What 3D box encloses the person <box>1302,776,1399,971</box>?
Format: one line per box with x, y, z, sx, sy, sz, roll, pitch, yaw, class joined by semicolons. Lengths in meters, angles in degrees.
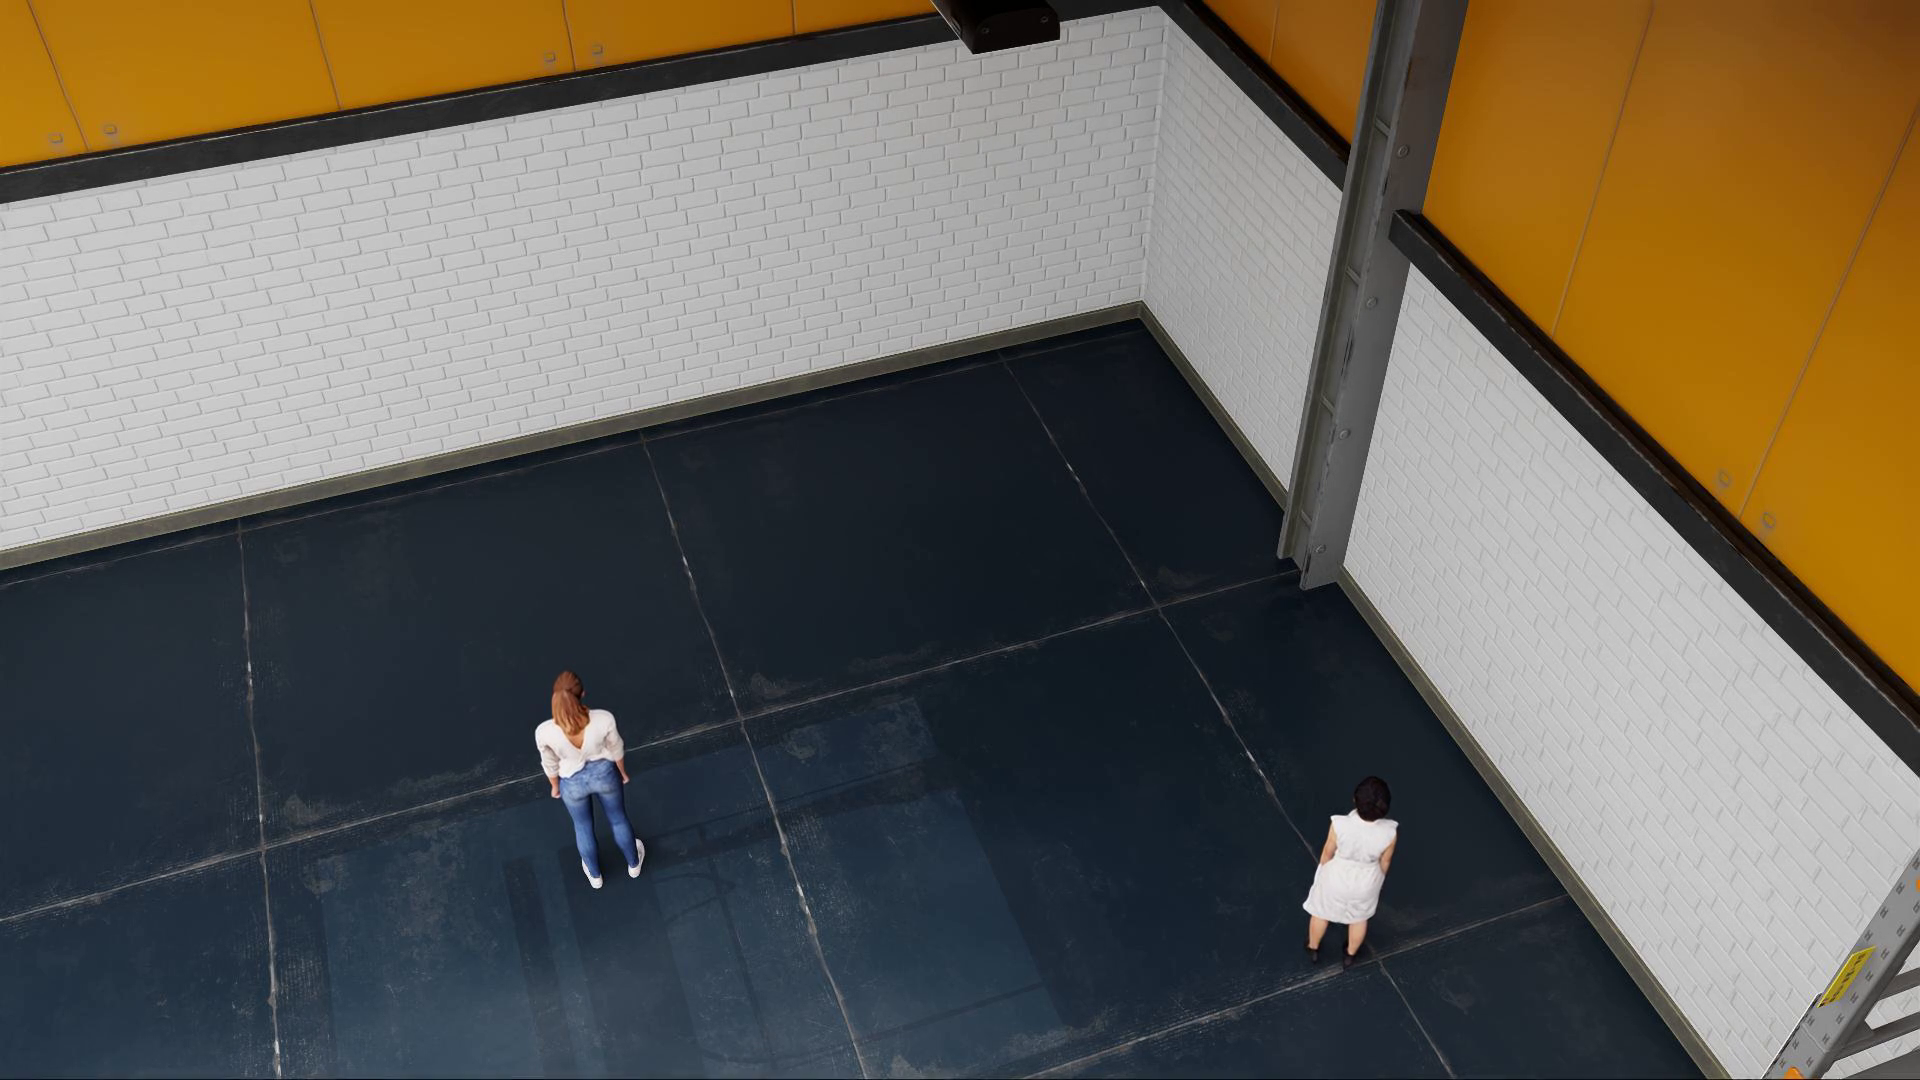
2.127;1.835;9.070;0.635;1.552;0.643;3;44;3;person

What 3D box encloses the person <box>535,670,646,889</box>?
-2.102;1.365;9.442;0.619;1.719;0.532;-11;45;-11;person
